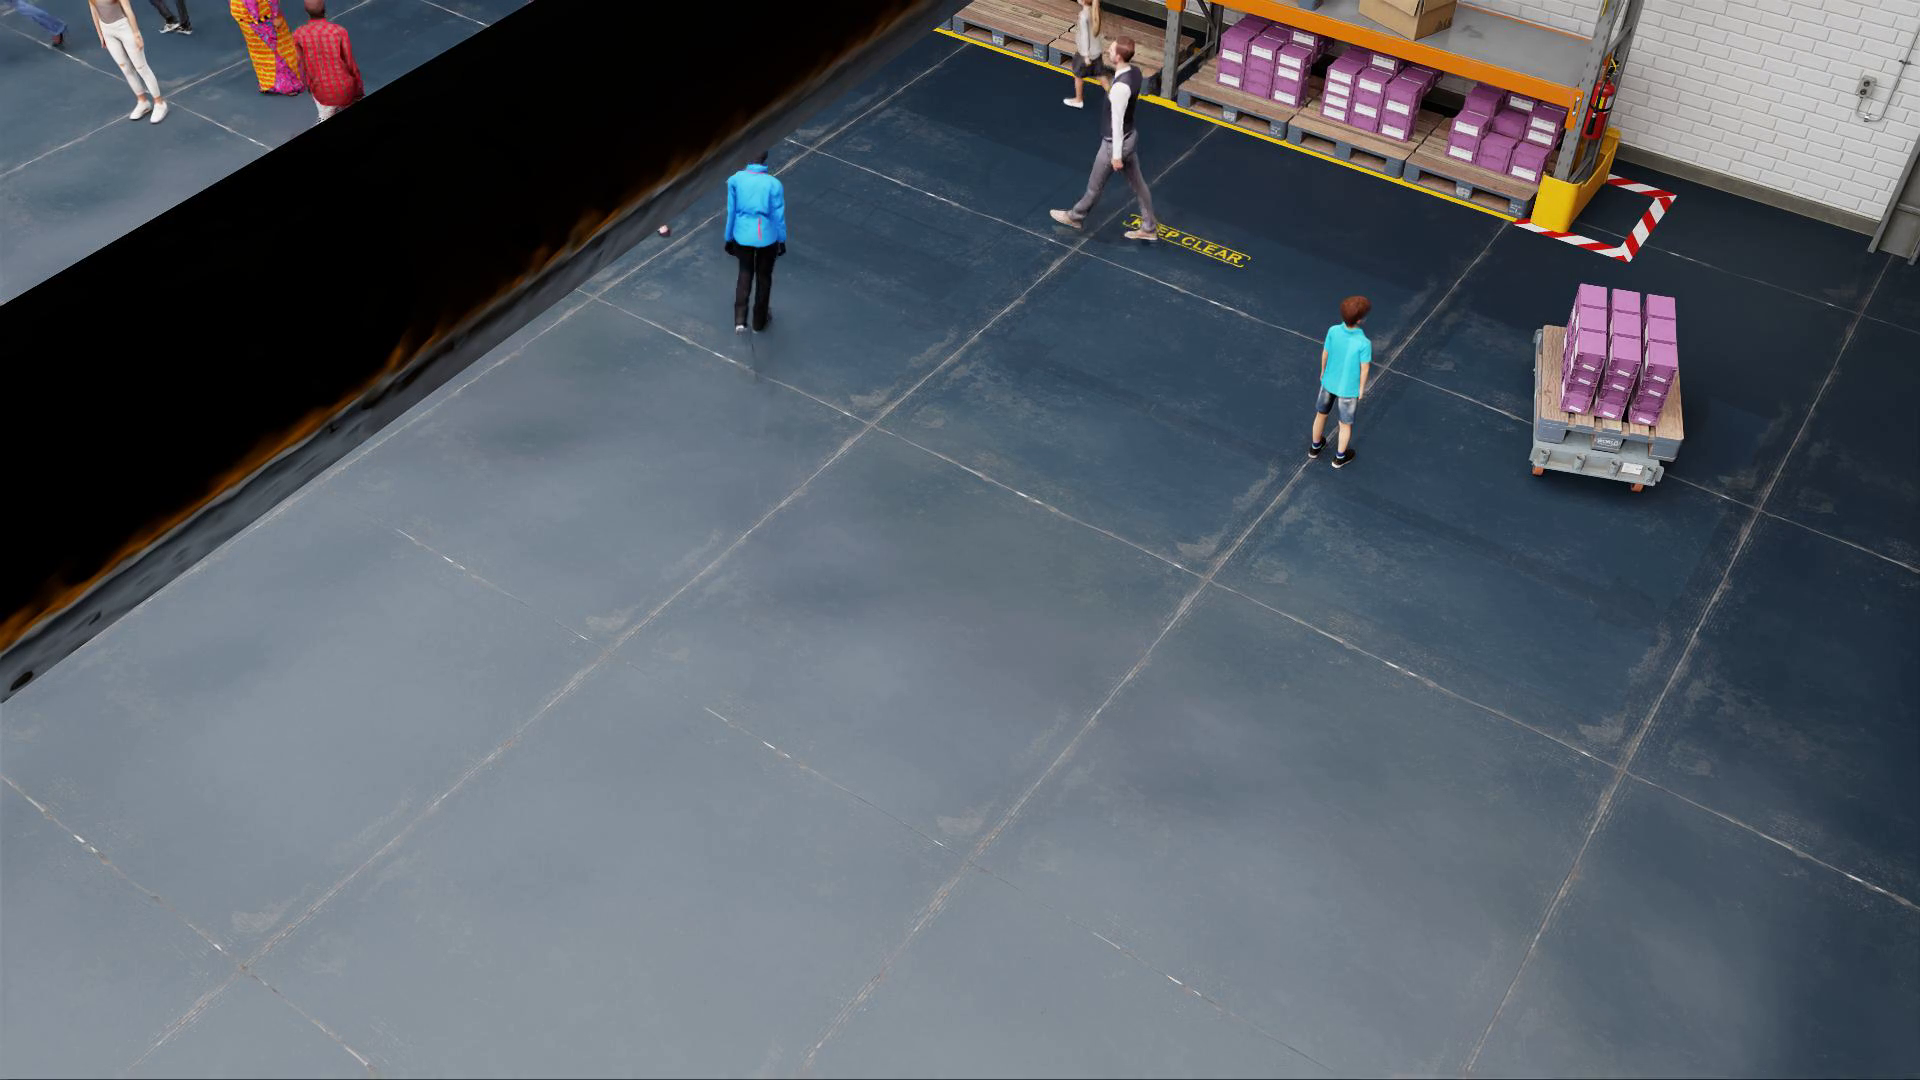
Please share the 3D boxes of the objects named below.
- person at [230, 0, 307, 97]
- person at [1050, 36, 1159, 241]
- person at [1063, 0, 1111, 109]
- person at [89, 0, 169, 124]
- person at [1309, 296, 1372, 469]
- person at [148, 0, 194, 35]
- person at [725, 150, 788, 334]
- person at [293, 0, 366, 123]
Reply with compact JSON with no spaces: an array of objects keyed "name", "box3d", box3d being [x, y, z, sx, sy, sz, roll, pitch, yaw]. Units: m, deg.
[{"name":"person","box3d":[-6.896,-5.189,16.364,0.694,1.664,0.810,8,44,8]},{"name":"person","box3d":[1.459,-3.397,14.319,1.289,1.891,0.861,16,46,17]},{"name":"person","box3d":[1.314,-4.770,16.226,0.795,1.250,0.569,22,48,21]},{"name":"person","box3d":[-8.060,-4.870,15.991,0.595,1.718,0.723,7,44,7]},{"name":"person","box3d":[2.825,-1.177,12.310,0.432,1.448,0.587,29,51,27]},{"name":"person","box3d":[-8.287,-6.072,17.181,0.726,1.817,0.742,15,46,15]},{"name":"person","box3d":[-1.654,-2.356,13.309,0.839,1.778,0.881,6,44,6]},{"name":"person","box3d":[-5.675,-4.042,15.058,1.032,1.805,1.100,-7,44,-8]}]
